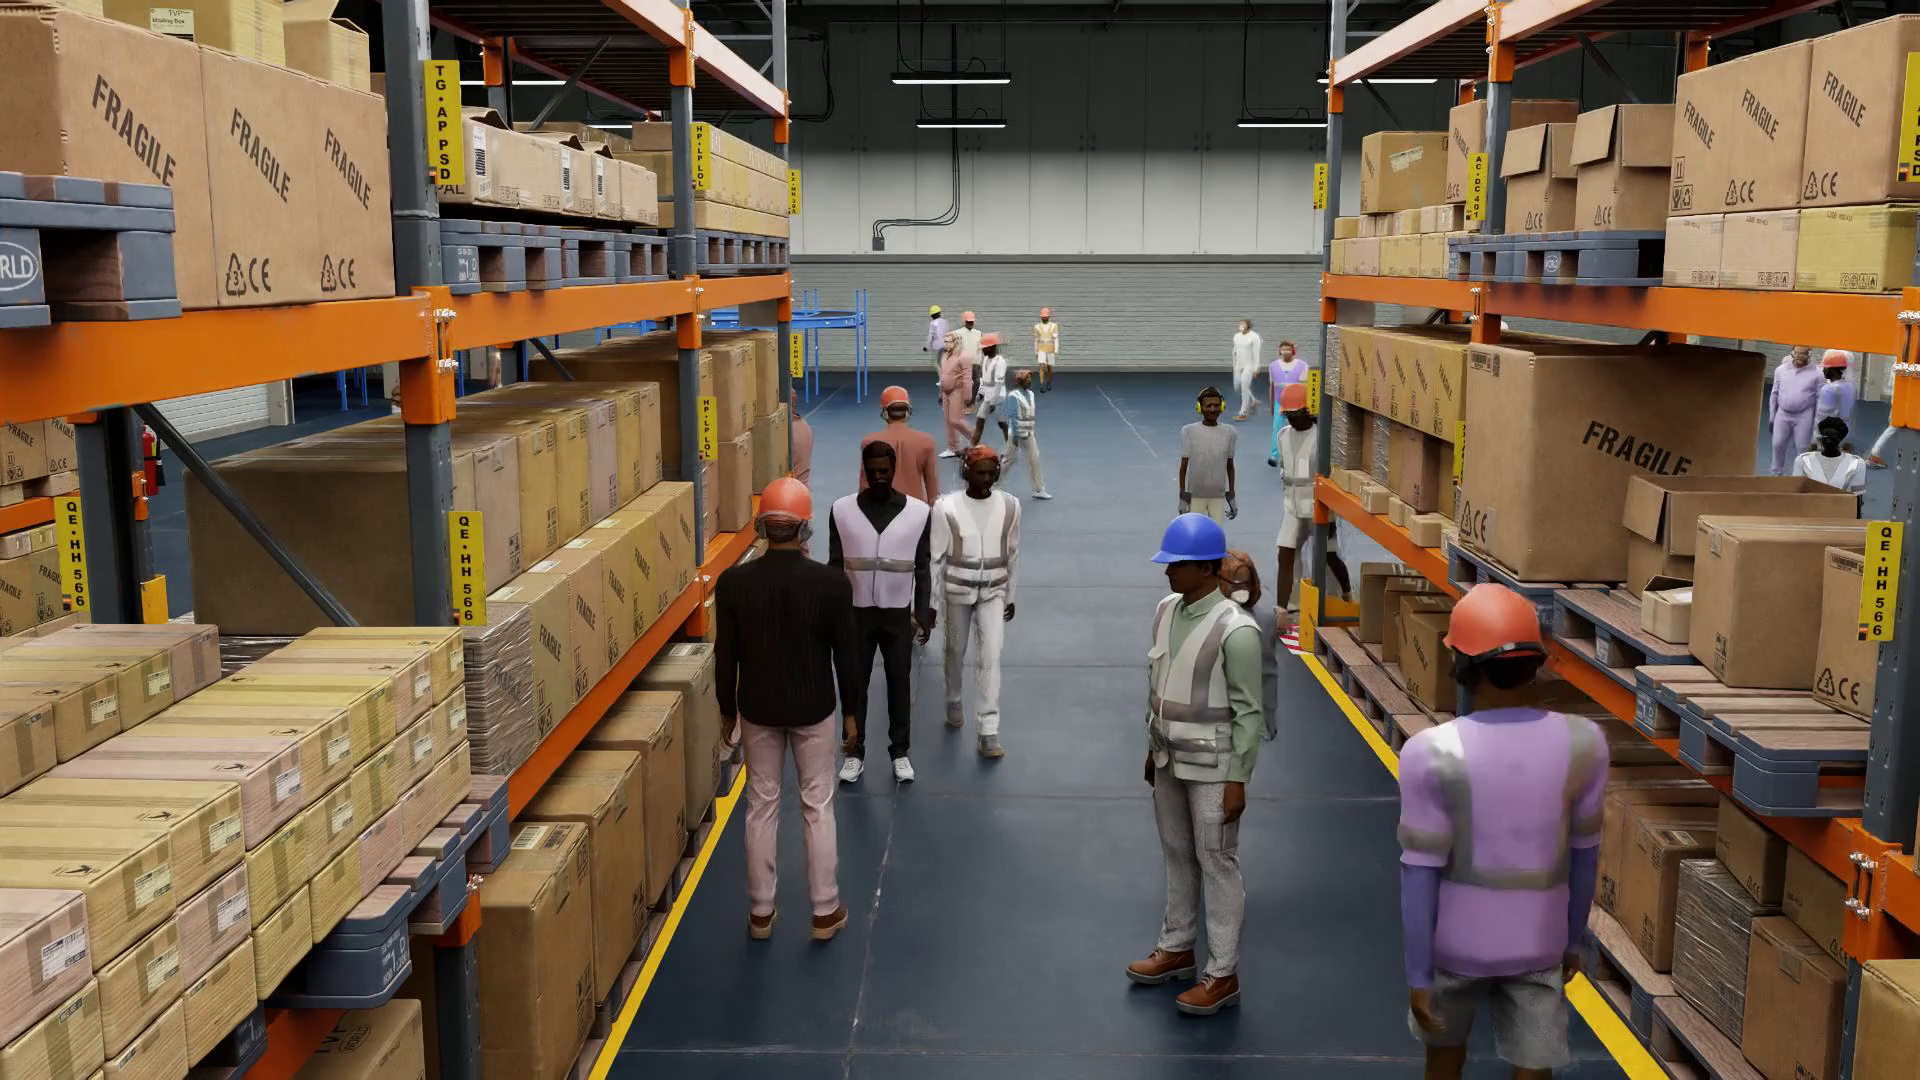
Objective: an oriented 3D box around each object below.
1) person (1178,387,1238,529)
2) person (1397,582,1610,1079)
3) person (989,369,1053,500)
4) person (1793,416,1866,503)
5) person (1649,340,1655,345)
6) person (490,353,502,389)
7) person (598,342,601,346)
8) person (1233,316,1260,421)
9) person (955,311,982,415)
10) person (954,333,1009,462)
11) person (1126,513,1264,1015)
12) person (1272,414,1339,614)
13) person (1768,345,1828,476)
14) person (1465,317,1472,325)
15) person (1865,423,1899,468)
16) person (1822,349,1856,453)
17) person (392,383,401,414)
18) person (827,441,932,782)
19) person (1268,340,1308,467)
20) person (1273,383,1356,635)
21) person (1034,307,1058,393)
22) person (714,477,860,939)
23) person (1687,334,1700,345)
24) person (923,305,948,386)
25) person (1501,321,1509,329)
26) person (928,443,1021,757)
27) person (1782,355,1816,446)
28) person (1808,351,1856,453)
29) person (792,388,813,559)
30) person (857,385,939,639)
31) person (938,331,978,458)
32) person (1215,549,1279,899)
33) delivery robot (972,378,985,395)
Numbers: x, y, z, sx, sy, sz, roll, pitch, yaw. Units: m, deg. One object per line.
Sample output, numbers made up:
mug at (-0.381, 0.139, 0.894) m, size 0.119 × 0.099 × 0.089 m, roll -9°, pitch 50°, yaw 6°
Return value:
person at (2.089, -0.355, 13.981) m, size 0.521 × 1.873 × 0.335 m, roll -1°, pitch 10°, yaw -7°
person at (1.509, 1.136, 4.602) m, size 0.600 × 2.021 × 0.877 m, roll 0°, pitch 9°, yaw -2°
person at (0.717, -1.314, 20.548) m, size 0.851 × 1.601 × 0.533 m, roll 7°, pitch 12°, yaw 36°
person at (6.860, -0.139, 13.201) m, size 0.540 × 1.697 × 0.317 m, roll 5°, pitch 11°, yaw 27°
person at (13.523, -3.317, 32.087) m, size 0.526 × 1.750 × 0.532 m, roll -1°, pitch 9°, yaw -4°
person at (-7.825, -2.670, 28.665) m, size 0.878 × 1.591 × 0.543 m, roll 6°, pitch 11°, yaw 33°
person at (-4.753, -1.743, 22.363) m, size 0.547 × 1.885 × 0.405 m, roll 1°, pitch 10°, yaw 6°
person at (5.321, -3.174, 30.709) m, size 0.648 × 1.925 × 0.634 m, roll -7°, pitch 12°, yaw -35°
person at (0.156, -3.389, 31.847) m, size 0.626 × 1.978 × 0.439 m, roll -4°, pitch 10°, yaw -22°
person at (0.406, -2.037, 24.029) m, size 1.013 × 1.873 × 0.563 m, roll -6°, pitch 11°, yaw -30°
person at (0.917, 0.856, 6.495) m, size 0.394 × 1.945 × 0.618 m, roll -5°, pitch 11°, yaw -28°
person at (2.815, -0.271, 13.413) m, size 0.732 × 1.886 × 0.624 m, roll -2°, pitch 10°, yaw -10°
person at (10.670, -1.579, 21.211) m, size 0.670 × 1.908 × 0.407 m, roll 8°, pitch 12°, yaw 39°
person at (11.754, -4.352, 38.578) m, size 0.881 × 1.652 × 0.542 m, roll 5°, pitch 11°, yaw 28°
person at (13.291, -1.929, 23.329) m, size 0.984 × 1.905 × 0.622 m, roll 3°, pitch 10°, yaw 16°
person at (13.519, -2.272, 25.608) m, size 0.431 × 1.827 × 0.650 m, roll -1°, pitch 10°, yaw -7°
person at (-4.488, -0.330, 13.636) m, size 0.628 × 1.936 × 0.377 m, roll 1°, pitch 10°, yaw 4°
person at (-0.450, 0.395, 9.342) m, size 0.588 × 1.920 × 0.390 m, roll 0°, pitch 9°, yaw -2°
person at (4.636, -1.927, 23.622) m, size 0.571 × 1.796 × 0.962 m, roll 3°, pitch 10°, yaw 20°
person at (2.797, -0.259, 13.111) m, size 1.064 × 1.984 × 0.651 m, roll -7°, pitch 12°, yaw -37°
person at (1.940, -4.308, 37.592) m, size 0.540 × 1.904 × 0.882 m, roll 0°, pitch 9°, yaw 3°
person at (-0.735, 0.722, 7.161) m, size 0.621 × 1.991 × 0.398 m, roll 0°, pitch 9°, yaw 2°
person at (16.262, -4.103, 37.204) m, size 0.507 × 1.610 × 0.627 m, roll -2°, pitch 10°, yaw -10°
person at (-0.497, -4.563, 39.093) m, size 0.540 × 1.898 × 0.603 m, roll 6°, pitch 11°, yaw 33°
person at (11.648, -4.112, 36.376) m, size 0.643 × 1.909 × 0.409 m, roll 2°, pitch 10°, yaw 13°
person at (0.071, 0.312, 10.130) m, size 0.597 × 1.834 × 1.024 m, roll -2°, pitch 10°, yaw -12°
person at (13.190, -2.341, 26.195) m, size 0.533 × 1.765 × 0.331 m, roll 0°, pitch 9°, yaw 1°
person at (9.754, -1.149, 18.579) m, size 0.548 × 1.922 × 0.474 m, roll -8°, pitch 12°, yaw -38°
person at (-1.430, -0.309, 13.602) m, size 0.402 × 1.906 × 0.652 m, roll 2°, pitch 10°, yaw 13°
person at (-0.468, -0.215, 12.942) m, size 0.666 × 1.958 × 0.930 m, roll -2°, pitch 10°, yaw -11°
person at (-0.052, -2.173, 24.826) m, size 0.504 × 1.887 × 0.640 m, roll -6°, pitch 11°, yaw -31°
person at (1.204, 0.811, 7.771) m, size 0.519 × 1.606 × 0.595 m, roll -4°, pitch 10°, yaw -20°
delivery robot at (0.353, -3.261, 35.166) m, size 0.477 × 0.478 × 0.707 m, roll -5°, pitch 11°, yaw -28°
